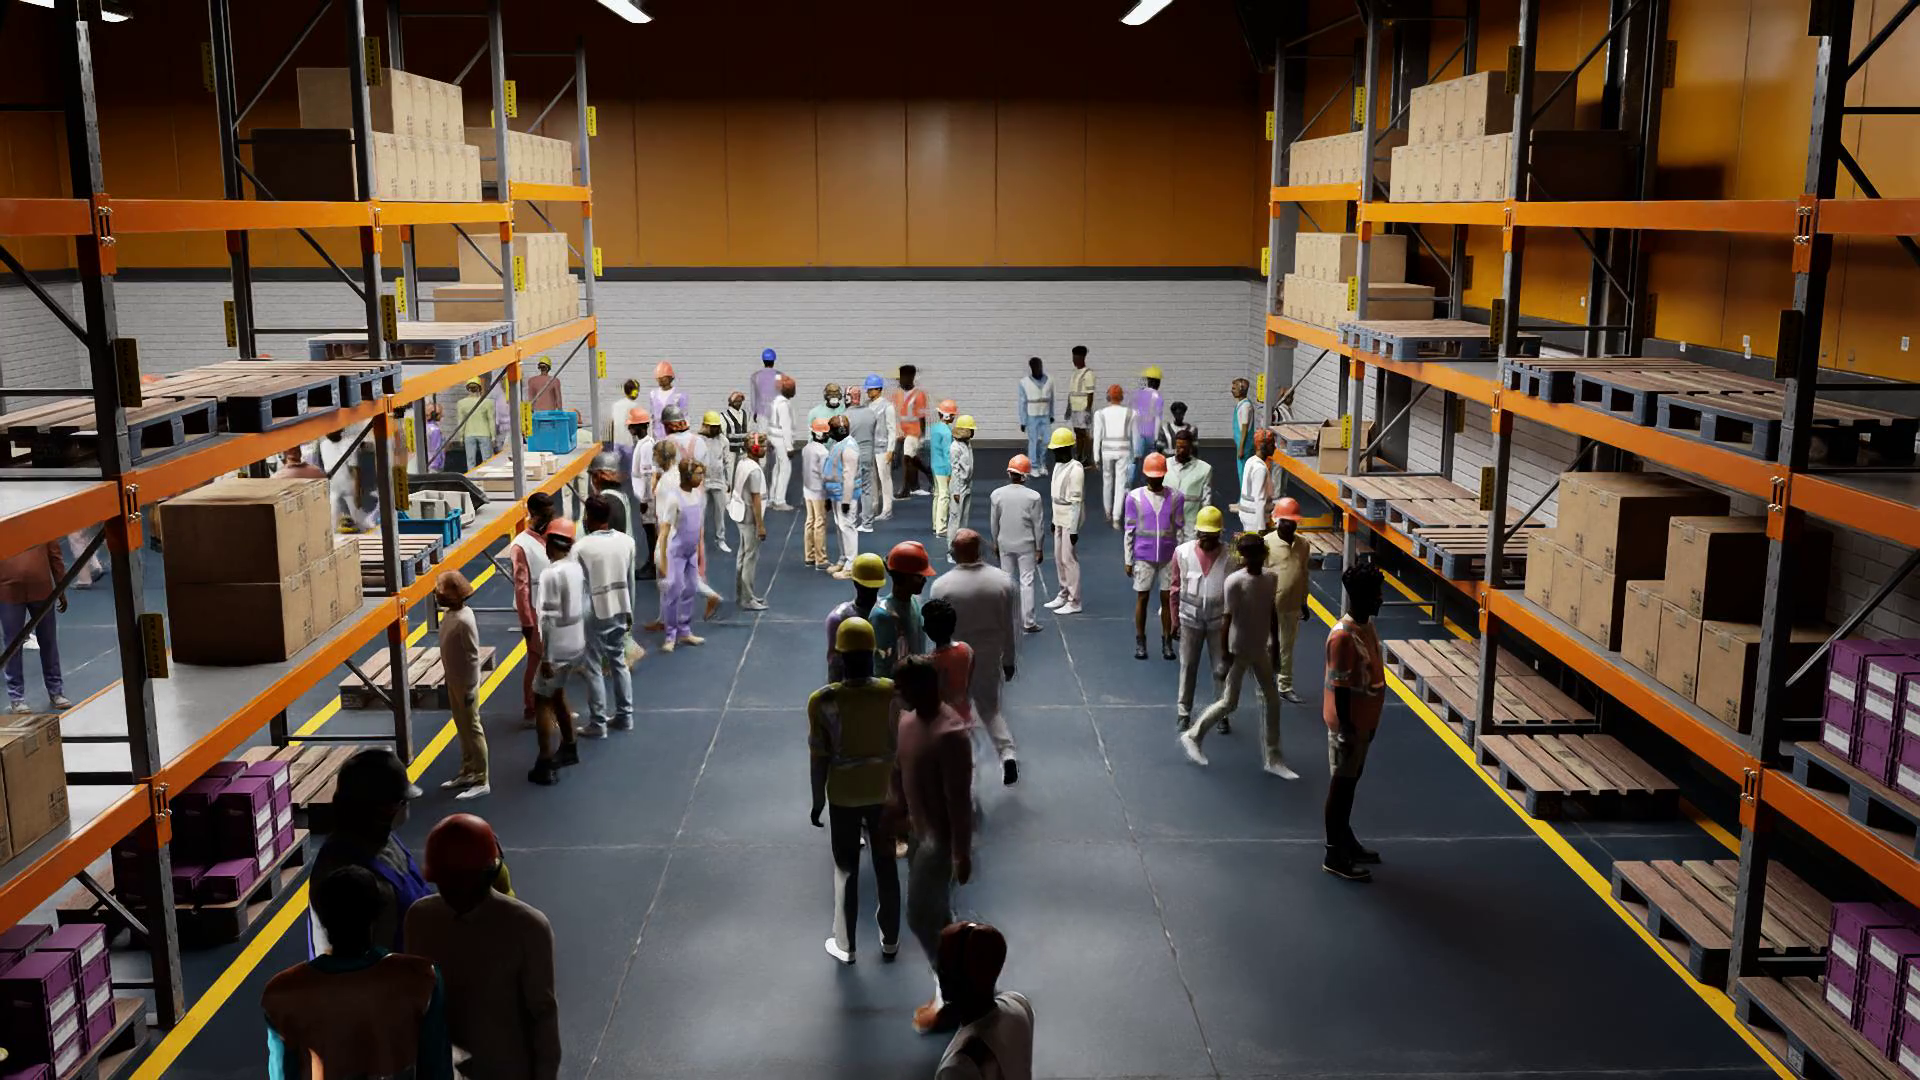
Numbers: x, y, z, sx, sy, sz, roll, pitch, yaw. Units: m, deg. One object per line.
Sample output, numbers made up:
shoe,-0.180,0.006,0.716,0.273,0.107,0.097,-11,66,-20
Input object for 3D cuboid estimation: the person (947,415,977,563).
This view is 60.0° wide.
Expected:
person,0.043,-0.593,19.385,0.320,1.737,0.483,4,12,21

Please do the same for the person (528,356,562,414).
person,-6.669,-2.078,26.782,0.532,1.754,0.340,-1,11,-5

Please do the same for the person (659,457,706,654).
person,-2.594,0.140,15.490,0.397,1.827,0.597,5,12,25

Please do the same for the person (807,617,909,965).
person,-0.545,1.363,9.079,0.585,1.929,0.363,-4,12,-19

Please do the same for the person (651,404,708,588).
person,-3.084,-0.482,18.047,0.685,2.000,0.535,-11,16,-43

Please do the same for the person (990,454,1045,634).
person,0.572,0.041,16.147,0.559,1.751,0.326,6,13,27

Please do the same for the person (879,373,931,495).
person,-0.873,-1.559,23.826,0.830,1.892,0.576,2,11,10

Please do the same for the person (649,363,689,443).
person,-3.992,-1.397,22.739,0.633,2.034,0.576,5,12,22

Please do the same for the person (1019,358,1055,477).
person,1.185,-1.871,25.451,0.633,1.866,0.536,-4,12,-20

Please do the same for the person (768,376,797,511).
person,-2.450,-1.333,22.793,0.416,1.854,0.734,-2,12,-12

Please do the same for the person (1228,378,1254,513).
person,3.832,-1.286,22.601,0.343,1.838,0.506,1,11,7

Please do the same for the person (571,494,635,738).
person,-2.769,0.590,13.021,0.391,1.905,0.599,8,14,36

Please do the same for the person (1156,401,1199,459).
person,2.785,-0.950,21.277,0.549,1.678,0.357,-1,11,-5

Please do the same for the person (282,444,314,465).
person,-7.677,-0.566,19.548,0.526,1.621,0.592,8,14,34

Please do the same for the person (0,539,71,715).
person,-7.615,0.444,13.554,0.614,1.987,0.408,-10,15,-42

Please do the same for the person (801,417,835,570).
person,-1.603,-0.535,19.053,0.347,1.744,0.563,-6,13,-29

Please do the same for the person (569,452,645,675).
person,-3.116,0.201,14.626,0.626,2.000,0.726,0,11,1

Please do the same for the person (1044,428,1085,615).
person,1.068,-0.194,16.928,0.398,1.915,0.596,-3,12,-14

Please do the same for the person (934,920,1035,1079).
person,0.067,2.124,5.374,0.338,1.882,0.582,4,12,20

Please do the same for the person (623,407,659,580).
person,-3.524,-0.521,18.518,0.385,1.931,0.544,-3,12,-13

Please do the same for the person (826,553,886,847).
person,-0.603,1.020,10.814,0.379,1.920,0.594,10,15,41

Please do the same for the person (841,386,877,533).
person,-1.338,-1.001,21.028,0.401,1.899,0.636,11,16,43

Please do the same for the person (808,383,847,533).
person,-1.611,-1.041,21.140,0.631,1.932,0.373,-2,12,-11

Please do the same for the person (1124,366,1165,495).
person,2.723,-1.568,23.936,1.011,1.879,0.591,-9,15,-39

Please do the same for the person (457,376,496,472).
person,-6.865,-1.465,23.674,0.522,1.767,0.316,-2,11,-8

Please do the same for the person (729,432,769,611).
person,-2.167,-0.193,17.138,0.404,1.835,0.562,-3,12,-16

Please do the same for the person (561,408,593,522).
person,-4.844,-0.844,20.914,0.513,1.621,0.296,-5,12,-25

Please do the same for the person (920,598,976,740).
person,-0.105,1.202,10.479,0.319,1.693,0.532,7,13,31

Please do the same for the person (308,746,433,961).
person,-2.293,1.791,6.651,0.535,2.000,0.683,-2,12,-12

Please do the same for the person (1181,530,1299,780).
person,2.078,0.808,12.148,0.569,1.829,0.856,-8,14,-36

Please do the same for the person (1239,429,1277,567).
person,3.044,-0.201,17.067,0.350,1.878,0.571,0,11,1

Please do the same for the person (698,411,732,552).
person,-2.963,-0.683,19.857,0.498,1.732,0.381,-5,12,-25

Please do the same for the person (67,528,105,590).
person,-9.548,-0.356,17.937,0.457,1.827,0.610,3,12,13
